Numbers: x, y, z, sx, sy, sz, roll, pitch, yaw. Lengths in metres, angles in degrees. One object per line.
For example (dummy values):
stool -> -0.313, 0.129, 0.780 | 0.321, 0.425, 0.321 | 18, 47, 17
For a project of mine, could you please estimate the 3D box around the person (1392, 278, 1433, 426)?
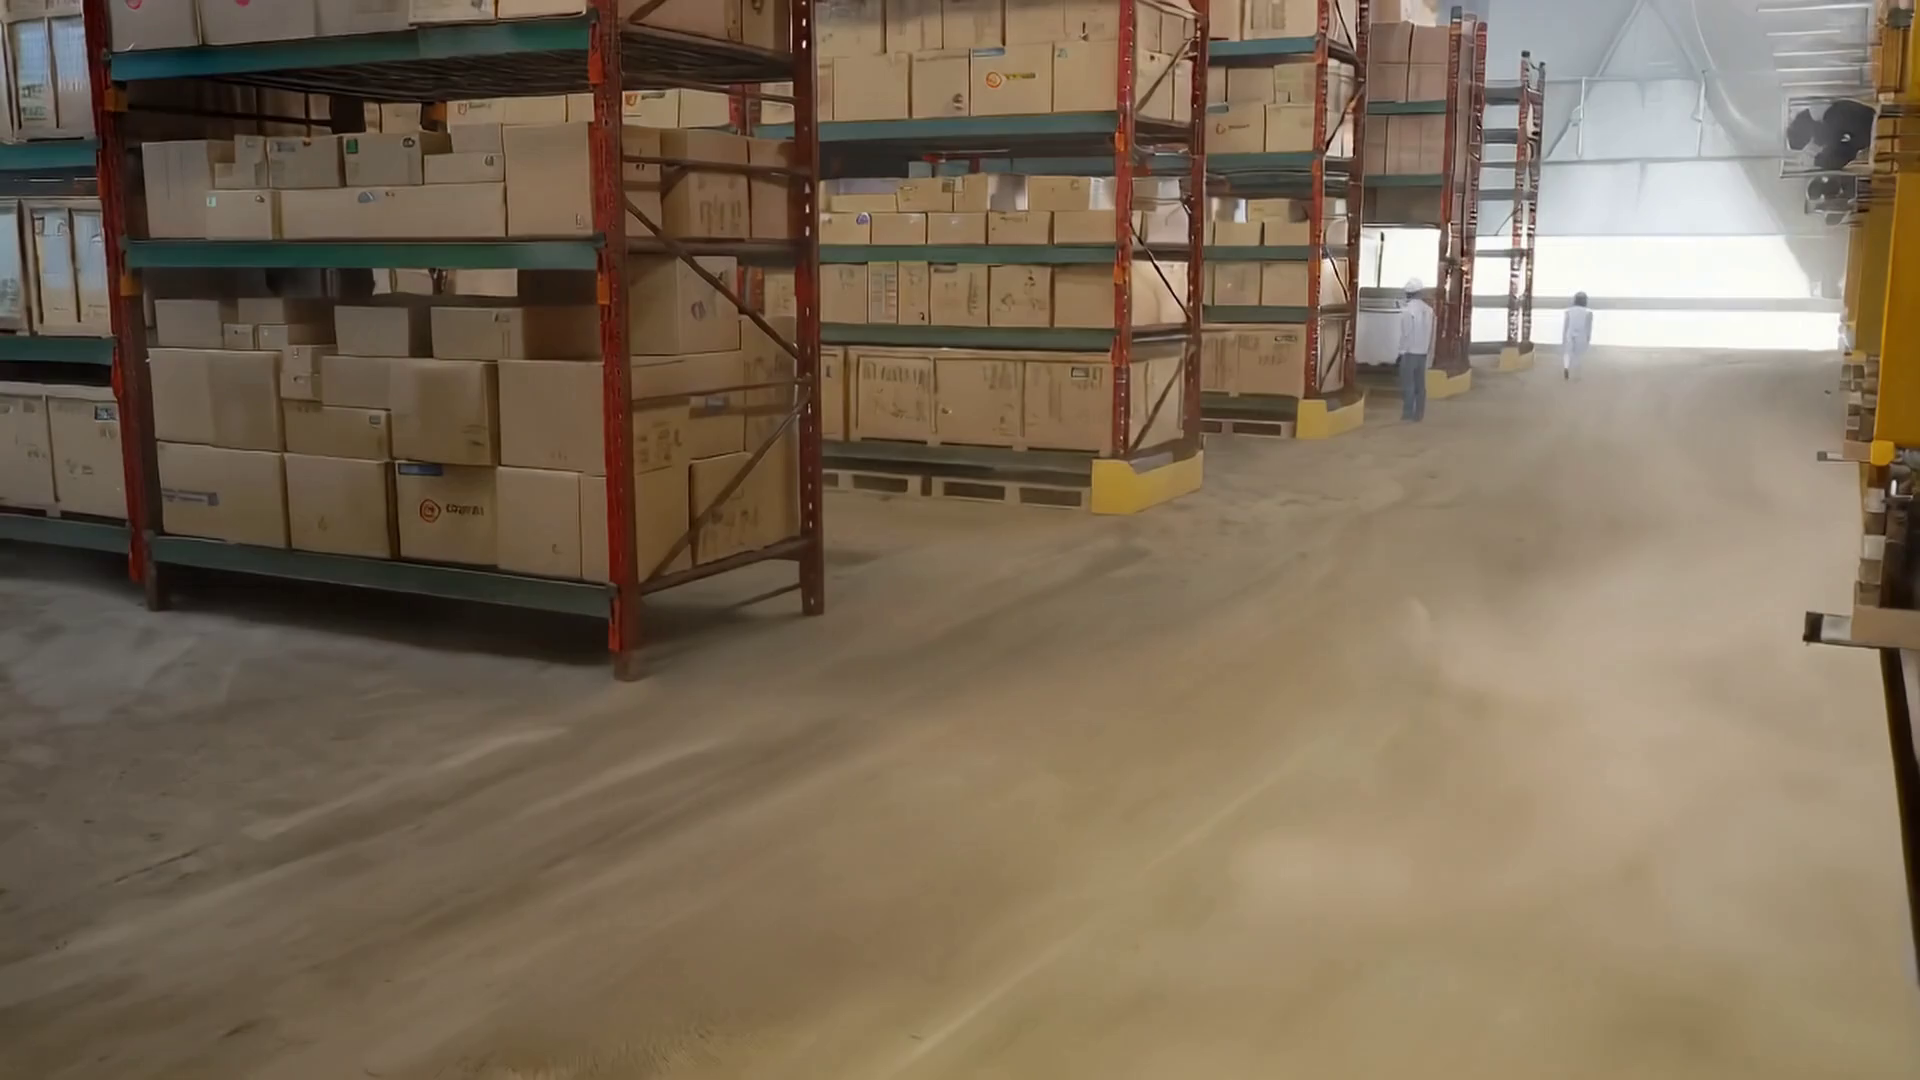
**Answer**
person -> 6.128, -2.539, 22.506 | 0.622, 1.994, 0.381 | -8, 13, -40

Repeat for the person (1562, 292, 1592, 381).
person -> 11.178, -3.685, 30.187 | 0.520, 1.630, 0.509 | 6, 12, 32
